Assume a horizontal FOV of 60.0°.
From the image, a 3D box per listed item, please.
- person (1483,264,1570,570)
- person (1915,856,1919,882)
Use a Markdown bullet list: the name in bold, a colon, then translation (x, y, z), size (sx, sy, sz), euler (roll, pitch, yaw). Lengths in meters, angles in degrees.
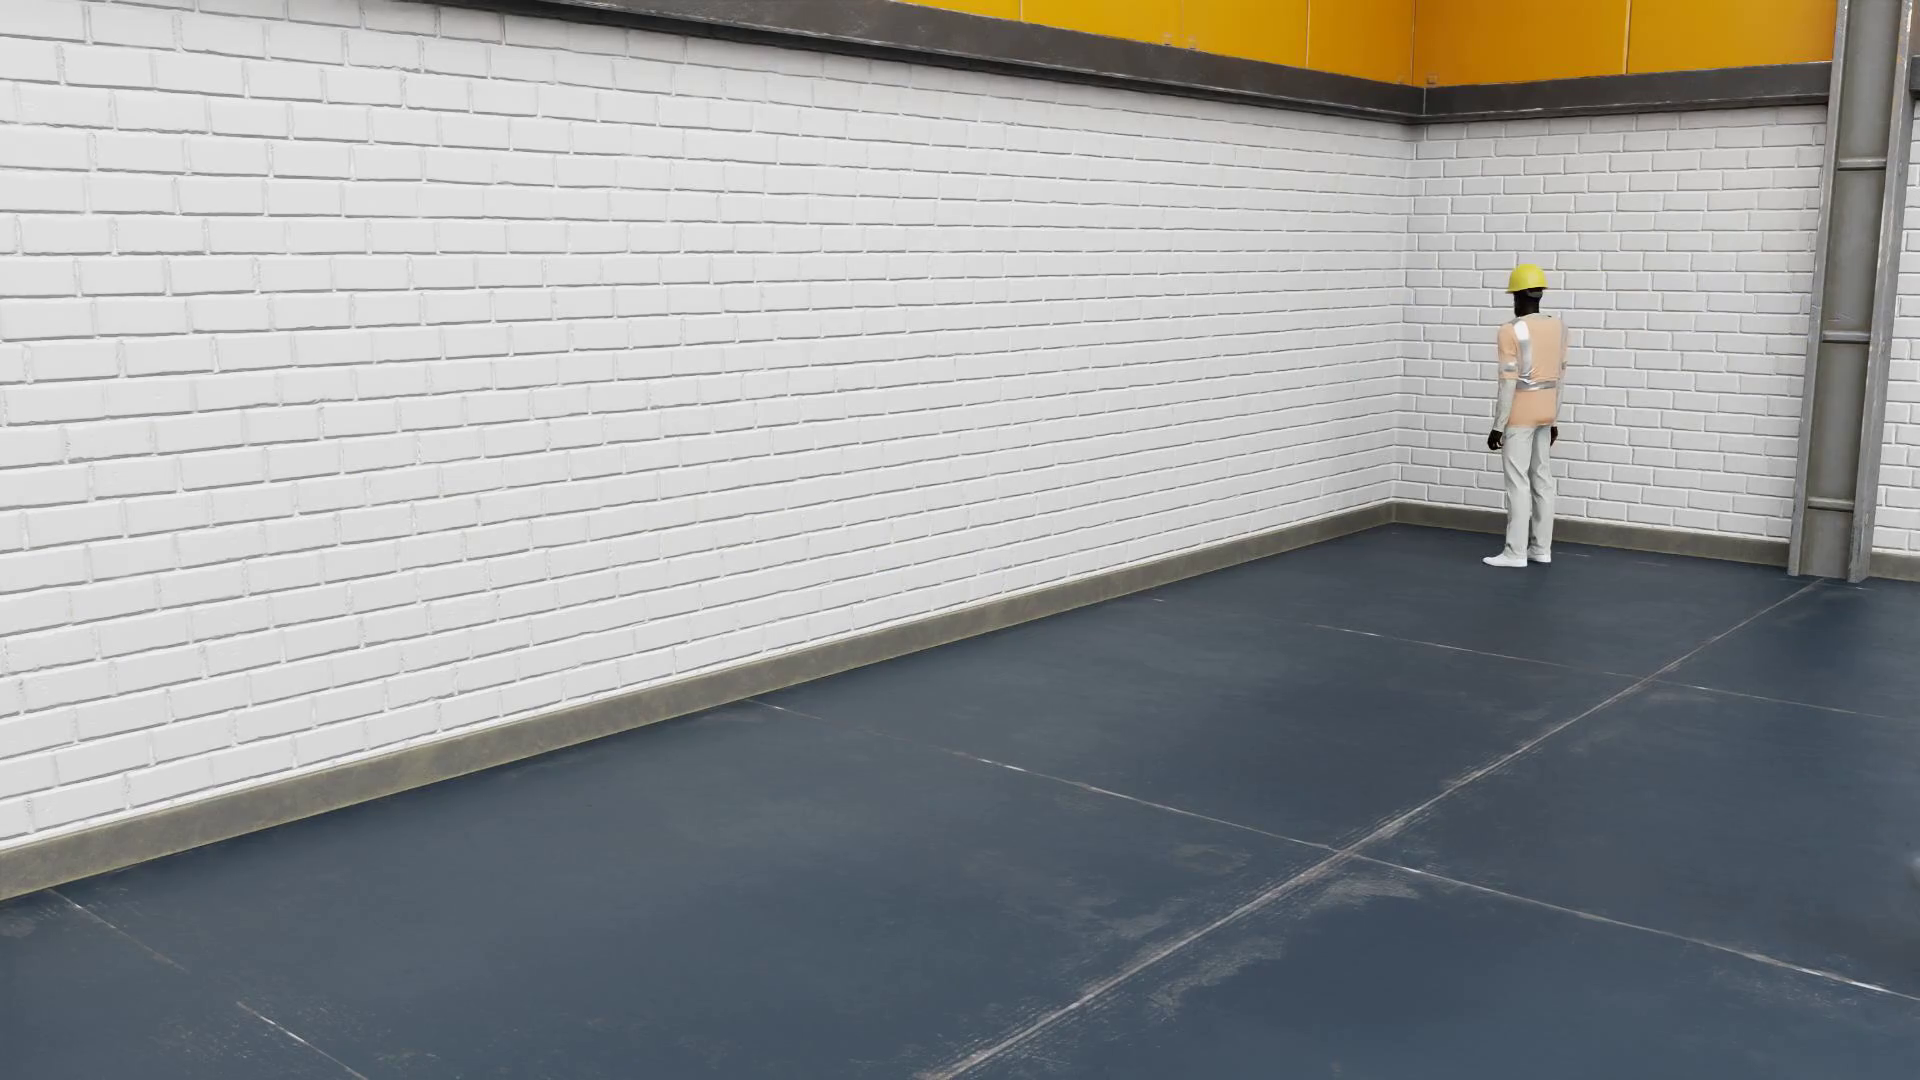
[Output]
- **person**: translation (3.568, -0.777, 10.532), size (0.593, 1.922, 0.383), euler (-6, 12, -31)
- **person**: translation (3.065, 0.303, 4.394), size (0.694, 1.926, 0.613), euler (9, 14, 43)
